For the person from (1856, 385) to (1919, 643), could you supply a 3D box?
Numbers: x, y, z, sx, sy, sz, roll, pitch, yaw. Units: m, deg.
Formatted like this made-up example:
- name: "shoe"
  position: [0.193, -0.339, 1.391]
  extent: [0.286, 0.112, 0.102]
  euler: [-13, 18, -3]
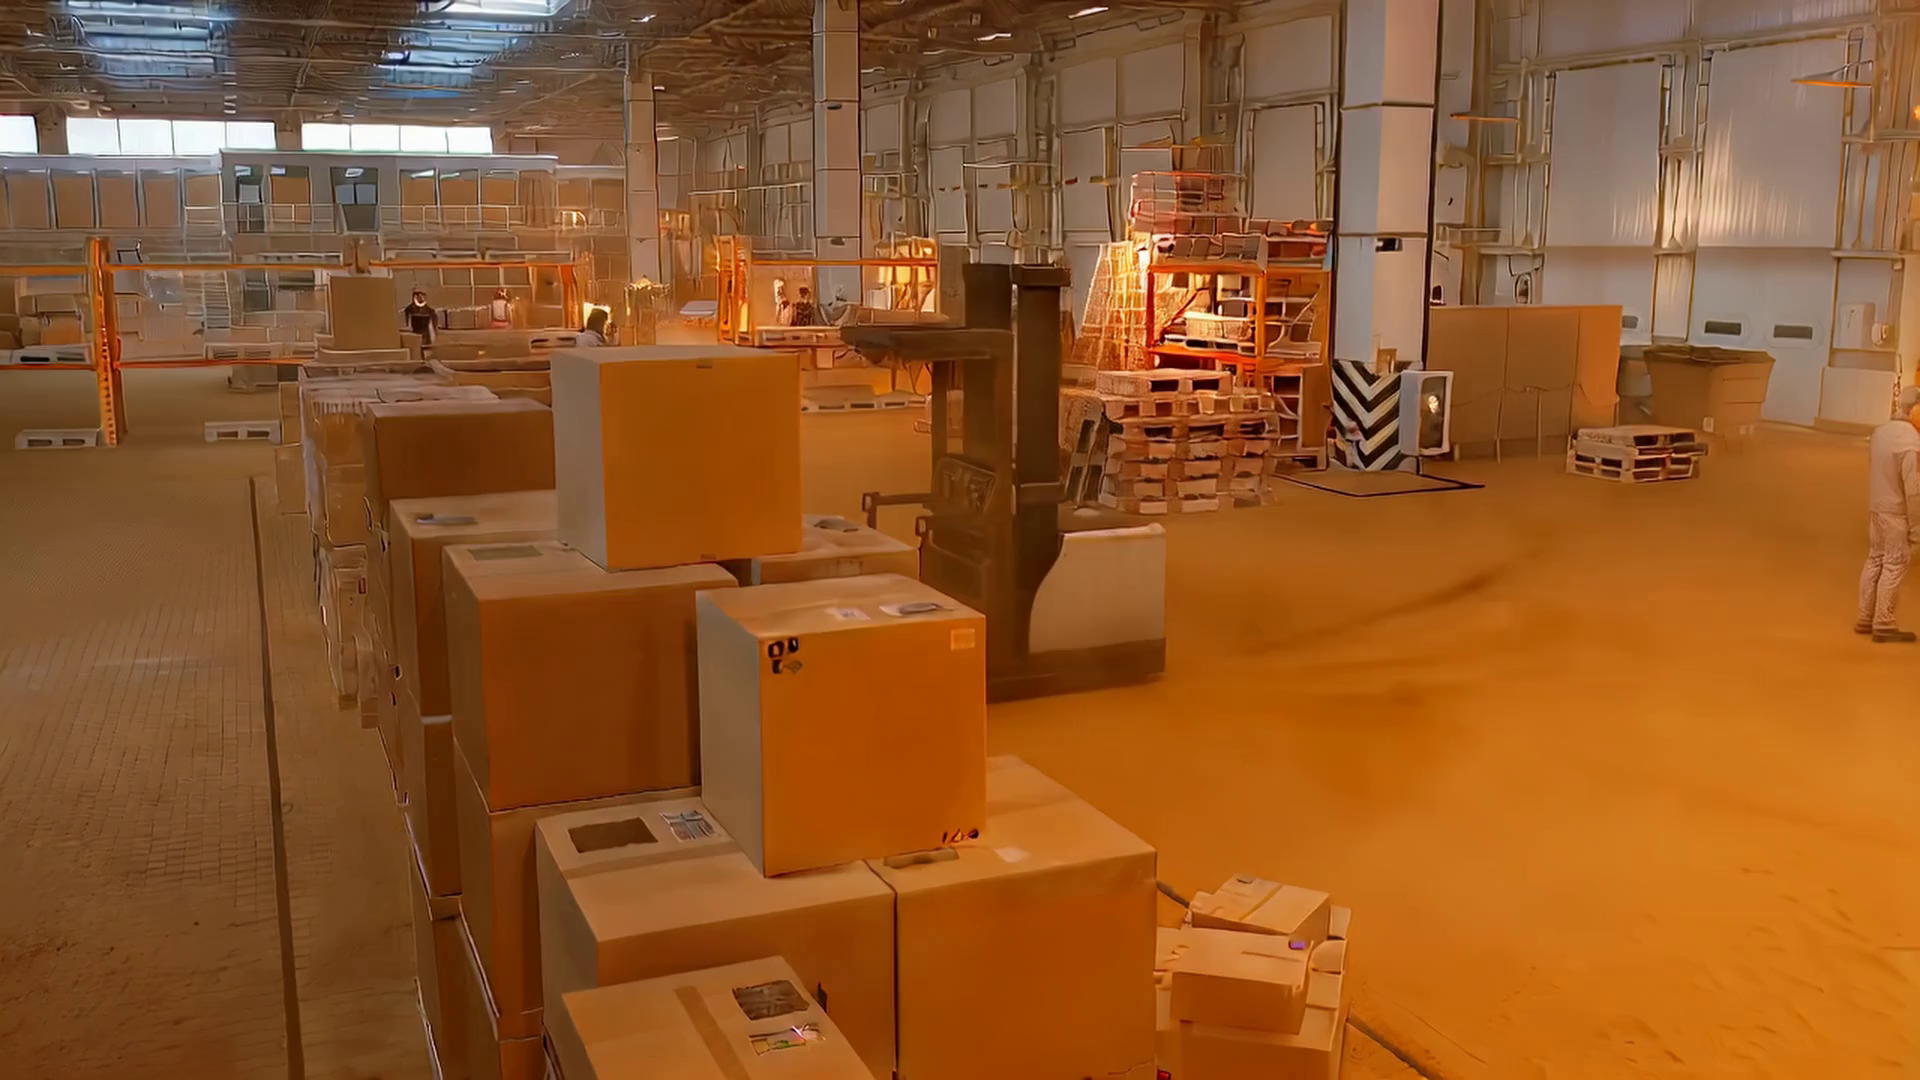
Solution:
- name: "person"
  position: [6.970, -0.190, 12.374]
  extent: [0.384, 1.928, 0.636]
  euler: [0, 10, 1]

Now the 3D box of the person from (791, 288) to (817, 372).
- name: "person"
  position: [-3.502, -4.689, 37.275]
  extent: [0.806, 1.881, 0.641]
  euler: [10, 14, 44]

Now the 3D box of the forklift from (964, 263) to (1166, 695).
- name: "forklift"
  position: [0.365, -0.447, 11.149]
  extent: [1.873, 2.768, 1.129]
  euler: [-4, 11, -23]

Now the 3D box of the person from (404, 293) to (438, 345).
- name: "person"
  position: [-11.133, -4.170, 34.413]
  extent: [0.648, 1.892, 1.016]
  euler: [-4, 11, -19]

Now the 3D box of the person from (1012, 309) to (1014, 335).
- name: "person"
  position: [0.841, -4.405, 35.936]
  extent: [0.671, 1.796, 0.933]
  euler: [2, 10, 11]

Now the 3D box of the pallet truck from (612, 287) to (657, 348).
- name: "pallet truck"
  position: [-6.464, -4.406, 35.401]
  extent: [0.823, 1.965, 1.885]
  euler: [6, 12, 32]

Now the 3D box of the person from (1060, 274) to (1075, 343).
- name: "person"
  position: [3.074, -6.694, 48.022]
  extent: [0.378, 1.995, 0.608]
  euler: [-6, 12, -29]

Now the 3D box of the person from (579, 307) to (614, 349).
- name: "person"
  position: [-5.107, -2.307, 23.717]
  extent: [0.535, 2.000, 0.685]
  euler: [2, 11, 13]

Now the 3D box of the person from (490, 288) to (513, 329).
- name: "person"
  position: [-10.591, -4.867, 38.318]
  extent: [0.594, 1.866, 0.643]
  euler: [3, 11, 16]

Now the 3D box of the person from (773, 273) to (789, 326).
- name: "person"
  position: [-6.145, -8.265, 57.136]
  extent: [0.658, 1.827, 0.481]
  euler: [9, 13, 39]

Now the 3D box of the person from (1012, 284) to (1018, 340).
- name: "person"
  position: [1.431, -5.713, 43.029]
  extent: [0.635, 1.855, 0.515]
  euler: [2, 10, 12]

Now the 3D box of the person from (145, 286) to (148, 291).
- name: "person"
  position: [-25.756, -7.471, 52.577]
  extent: [0.567, 1.911, 0.781]
  euler: [9, 13, 40]
